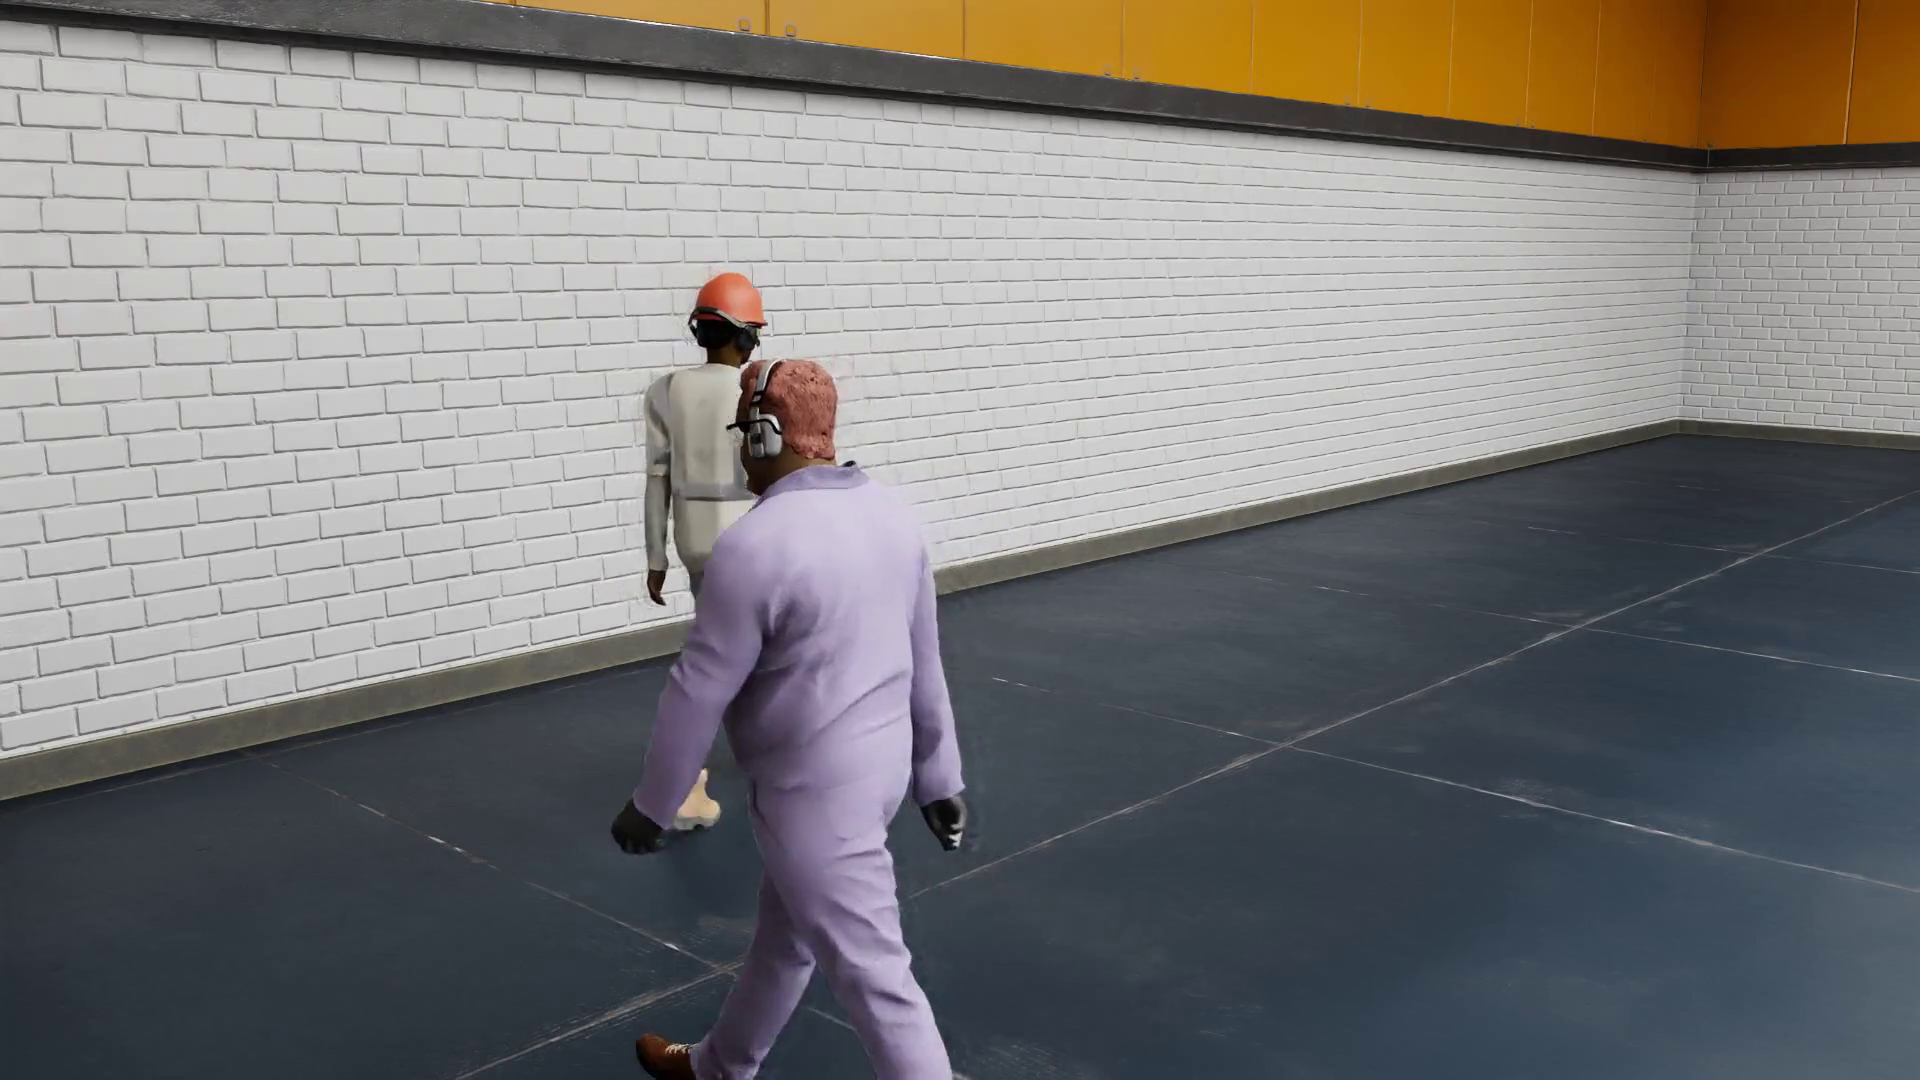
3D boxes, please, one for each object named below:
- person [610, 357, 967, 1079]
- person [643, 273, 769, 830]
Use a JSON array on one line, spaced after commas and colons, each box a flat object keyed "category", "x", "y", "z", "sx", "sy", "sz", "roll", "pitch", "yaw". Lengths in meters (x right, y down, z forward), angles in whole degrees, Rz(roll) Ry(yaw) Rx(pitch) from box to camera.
[{"category": "person", "x": -0.345, "y": 0.537, "z": 3.600, "sx": 1.049, "sy": 1.842, "sz": 0.641, "roll": 4, "pitch": 11, "yaw": 24}, {"category": "person", "x": -0.843, "y": 0.021, "z": 6.129, "sx": 0.631, "sy": 1.990, "sz": 1.069, "roll": 4, "pitch": 11, "yaw": 22}]
